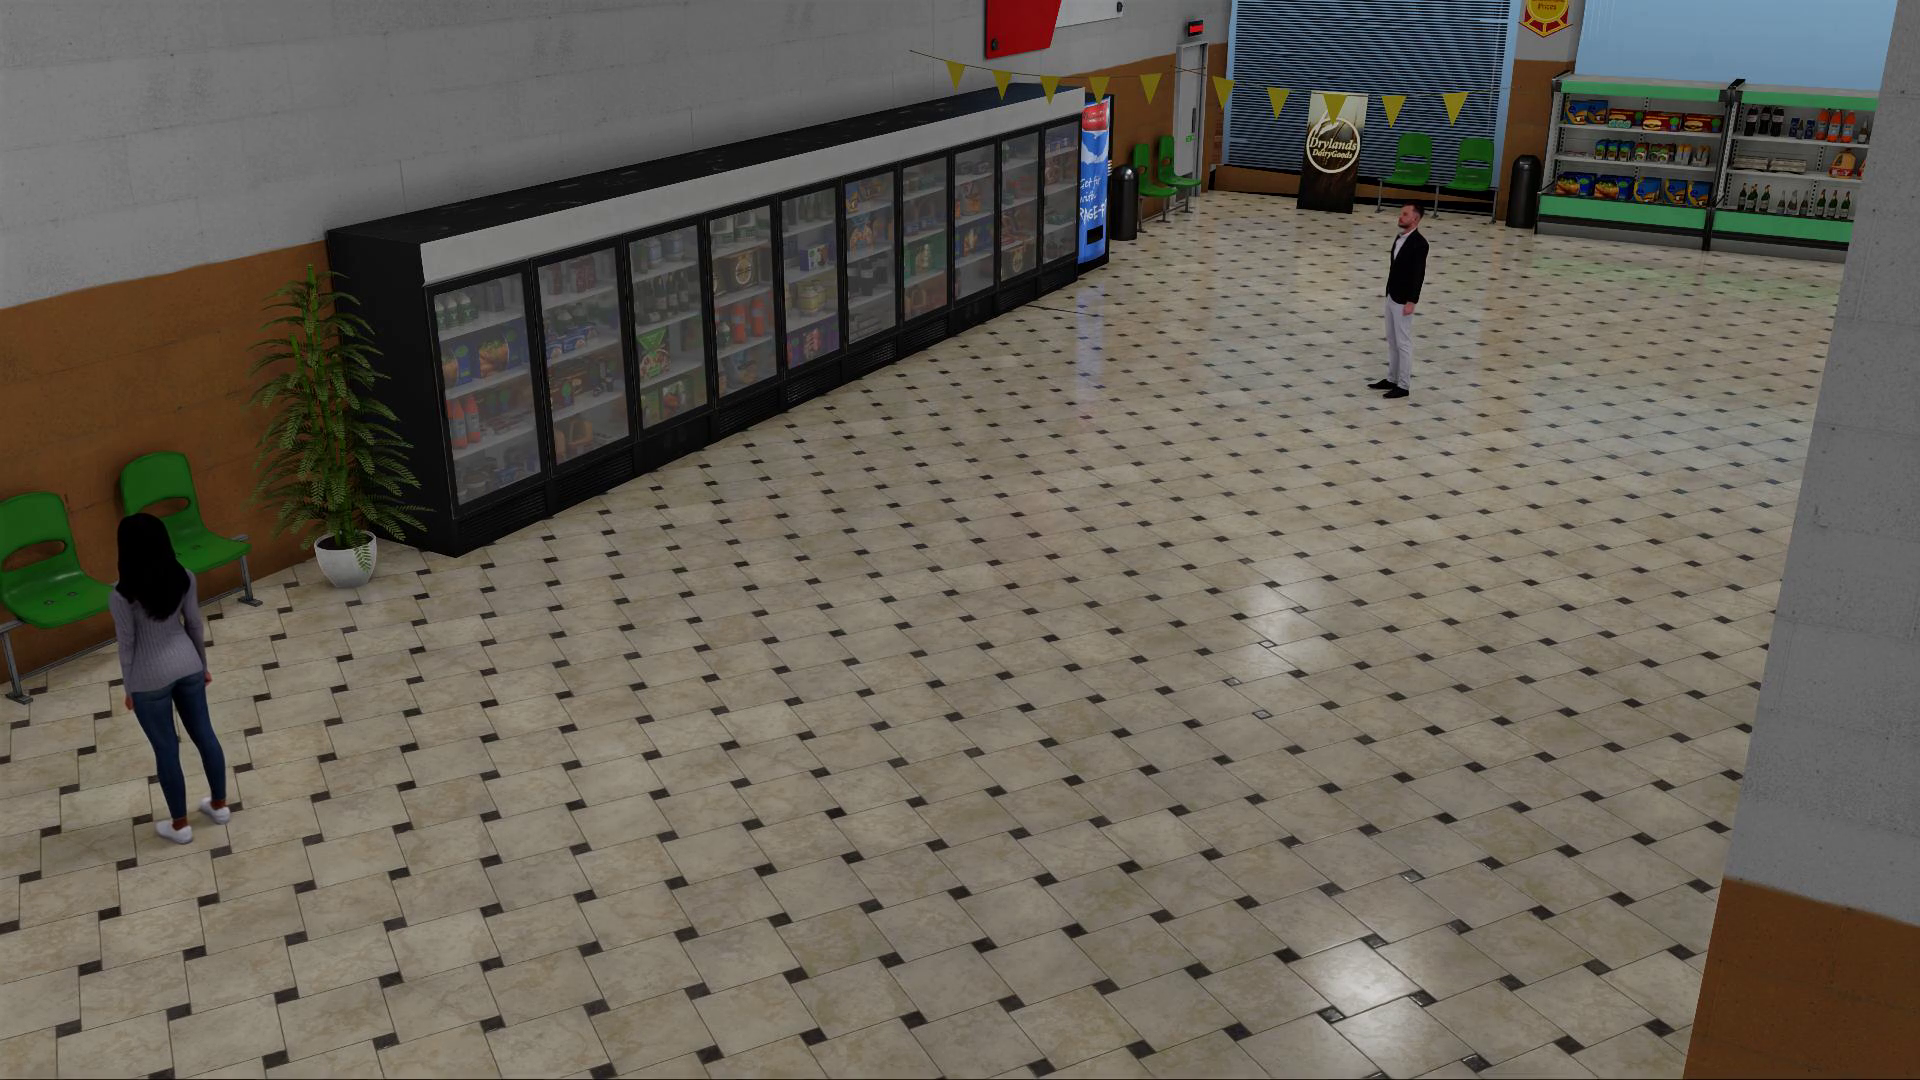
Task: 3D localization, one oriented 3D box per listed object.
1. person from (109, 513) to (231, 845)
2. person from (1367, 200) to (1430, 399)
[{"bbox_3d":[-3.980,0.690,8.369,0.526,1.737,0.601,14,26,31],"label":"person"},{"bbox_3d":[4.152,-2.261,15.569,0.778,1.845,0.738,-4,22,-10],"label":"person"}]
